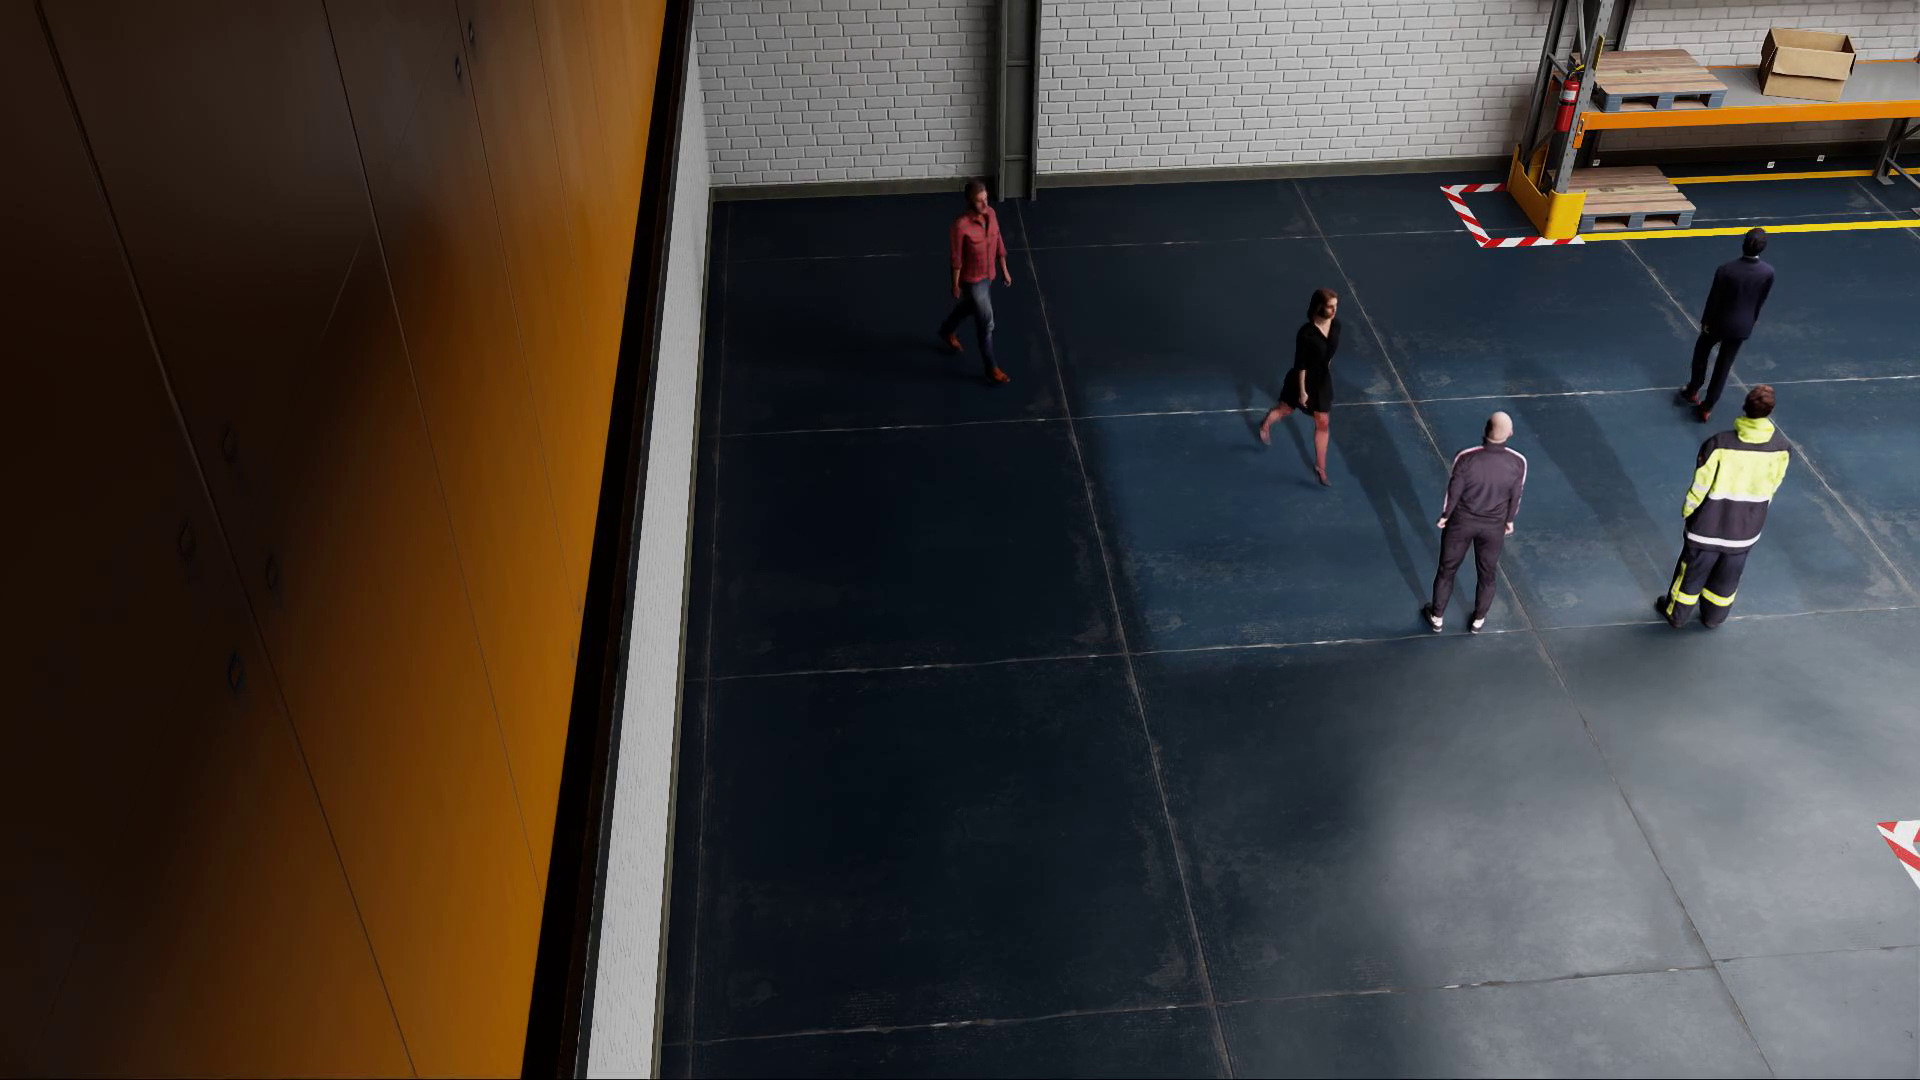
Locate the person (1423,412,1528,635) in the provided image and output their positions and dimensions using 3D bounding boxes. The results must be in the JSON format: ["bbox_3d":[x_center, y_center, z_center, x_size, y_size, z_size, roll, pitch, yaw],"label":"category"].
[{"bbox_3d":[3.614,-0.104,11.633,0.595,1.837,0.786,5,39,6],"label":"person"}]

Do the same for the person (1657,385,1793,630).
[{"bbox_3d":[5.367,-0.208,11.650,0.628,1.977,0.862,2,39,3],"label":"person"}]

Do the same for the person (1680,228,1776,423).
[{"bbox_3d":[6.383,-1.735,13.777,0.728,1.709,0.793,8,39,10],"label":"person"}]

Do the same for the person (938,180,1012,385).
[{"bbox_3d":[0.079,-2.309,14.429,1.256,1.791,1.205,28,47,31],"label":"person"}]

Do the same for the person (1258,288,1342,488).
[{"bbox_3d":[2.696,-1.274,13.235,1.099,1.664,0.948,-19,42,-22],"label":"person"}]
